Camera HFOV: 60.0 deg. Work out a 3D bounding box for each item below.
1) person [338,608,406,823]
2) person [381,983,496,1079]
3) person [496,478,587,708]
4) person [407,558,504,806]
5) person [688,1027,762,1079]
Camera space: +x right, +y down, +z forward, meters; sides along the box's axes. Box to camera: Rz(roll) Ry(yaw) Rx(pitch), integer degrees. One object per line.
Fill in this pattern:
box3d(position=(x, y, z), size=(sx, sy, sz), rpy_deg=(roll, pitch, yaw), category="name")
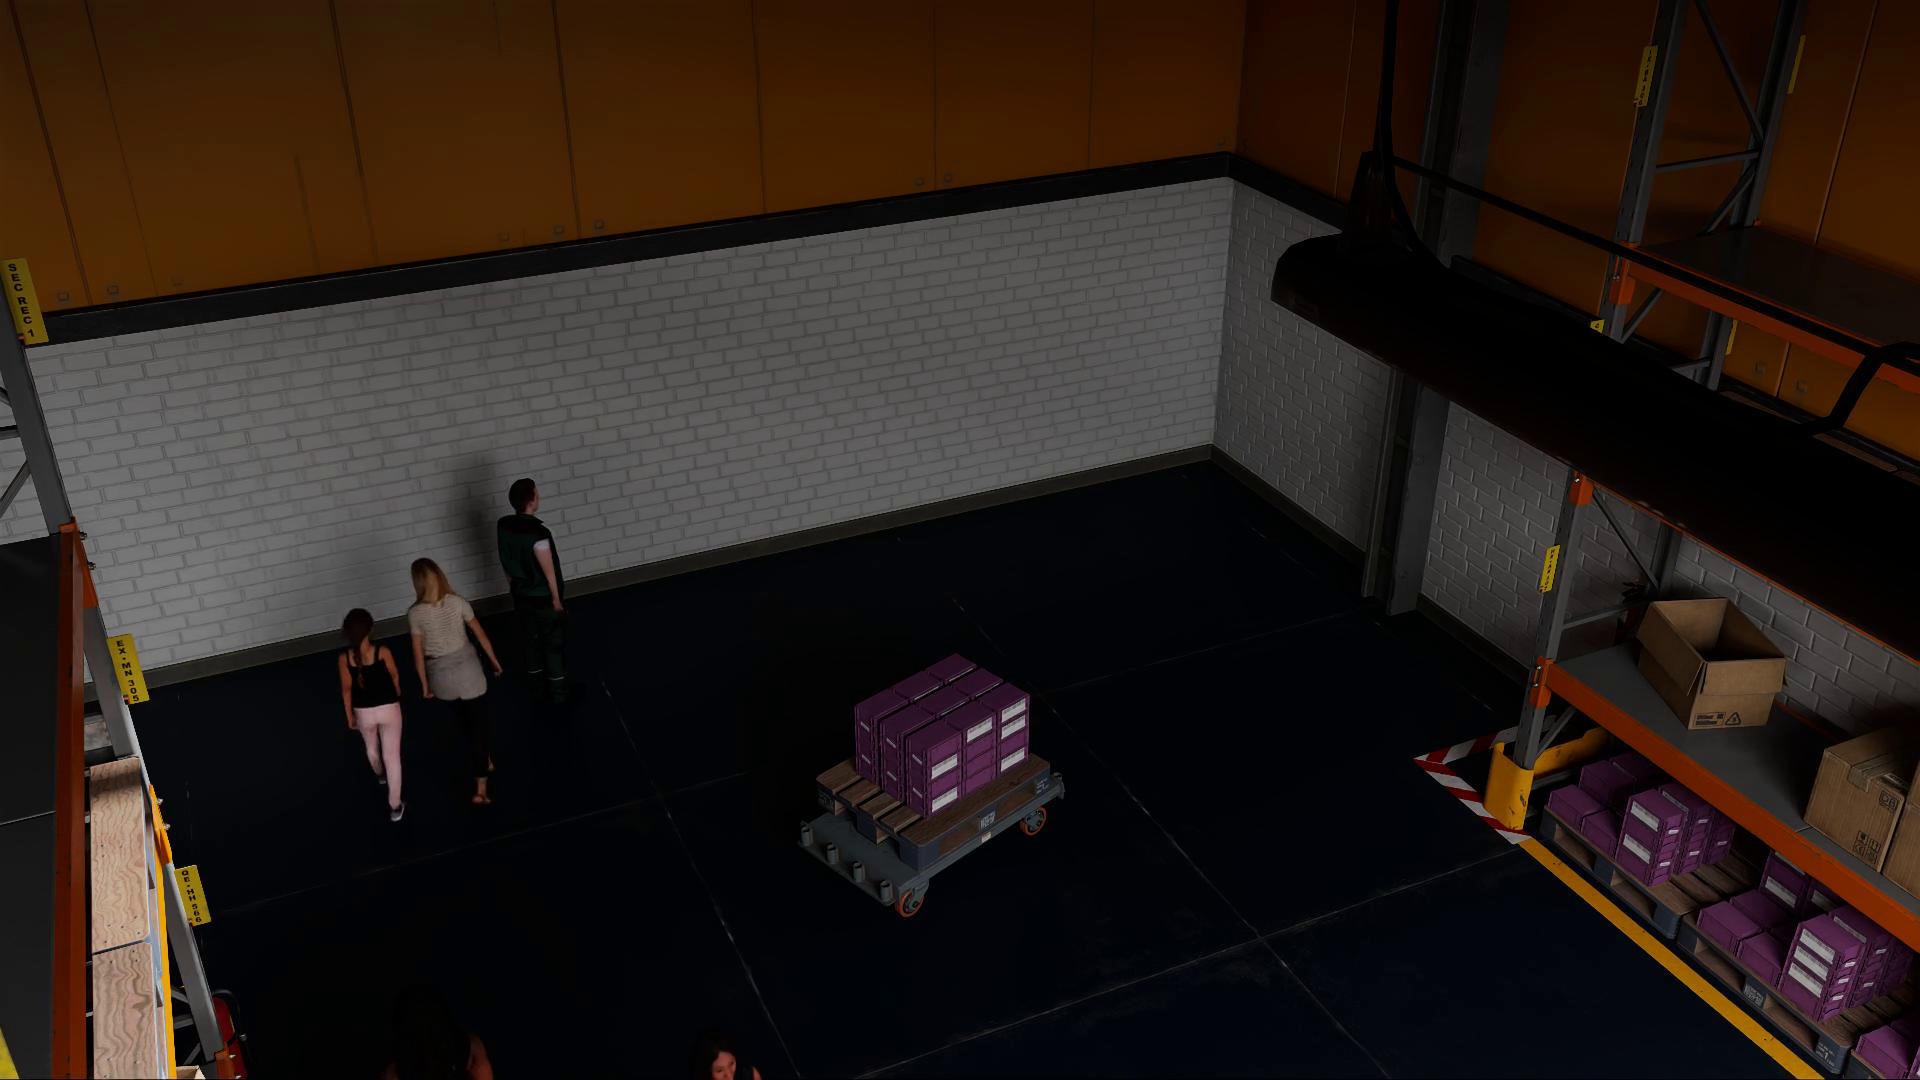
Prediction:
box3d(position=(-3.897, 1.204, 11.124), size=(0.654, 1.534, 0.954), rpy_deg=(-5, 29, -10), category="person")
box3d(position=(-2.390, 2.858, 7.818), size=(0.695, 1.797, 1.041), rpy_deg=(-15, 32, -25), category="person")
box3d(position=(-3.126, 0.389, 12.301), size=(0.712, 1.838, 0.802), rpy_deg=(15, 32, 26), category="person")
box3d(position=(-3.403, 0.998, 11.239), size=(0.725, 1.786, 0.966), rpy_deg=(-3, 29, -5), category="person")
box3d(position=(-1.147, 2.927, 7.797), size=(1.203, 1.696, 0.883), rpy_deg=(25, 37, 38), category="person")
